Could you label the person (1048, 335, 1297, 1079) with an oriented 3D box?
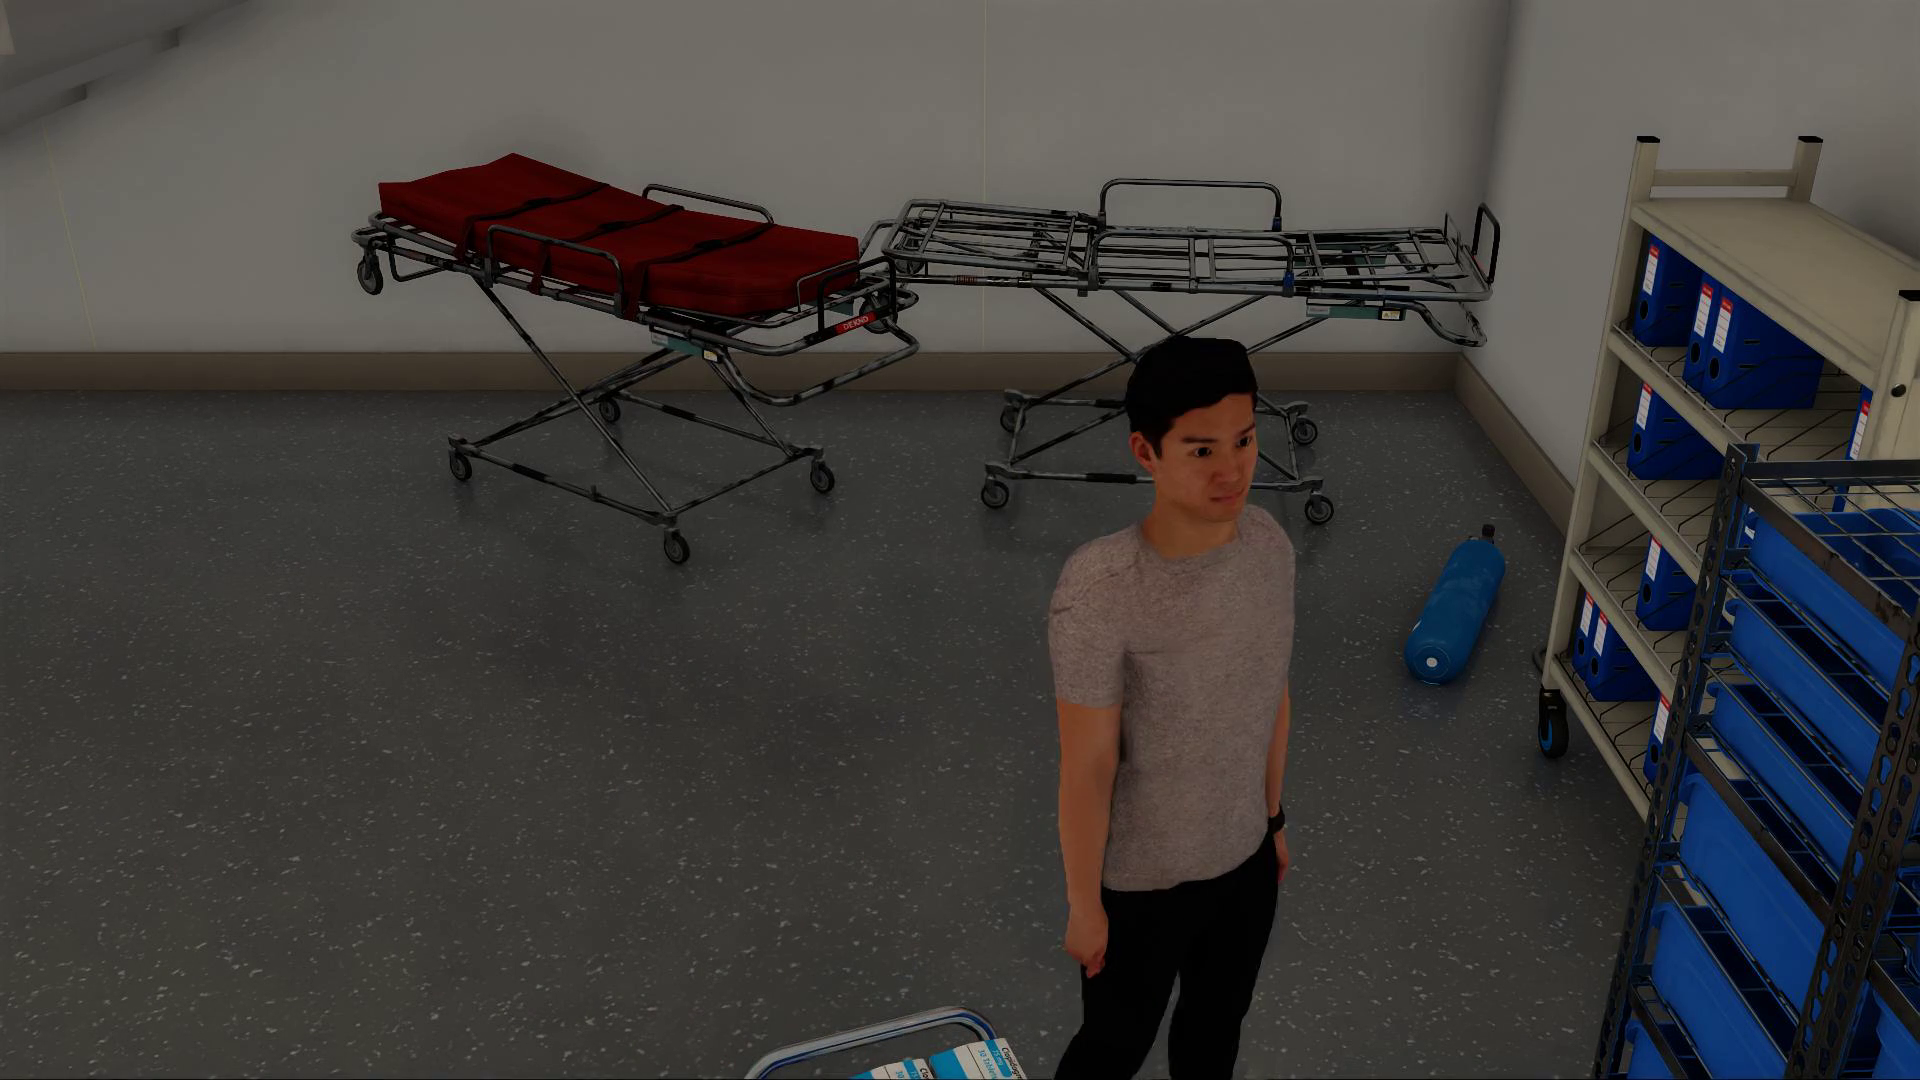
[{"bbox_3d":[0.325,0.477,2.701,0.660,1.720,0.757,-18,31,-32],"label":"person"}]
